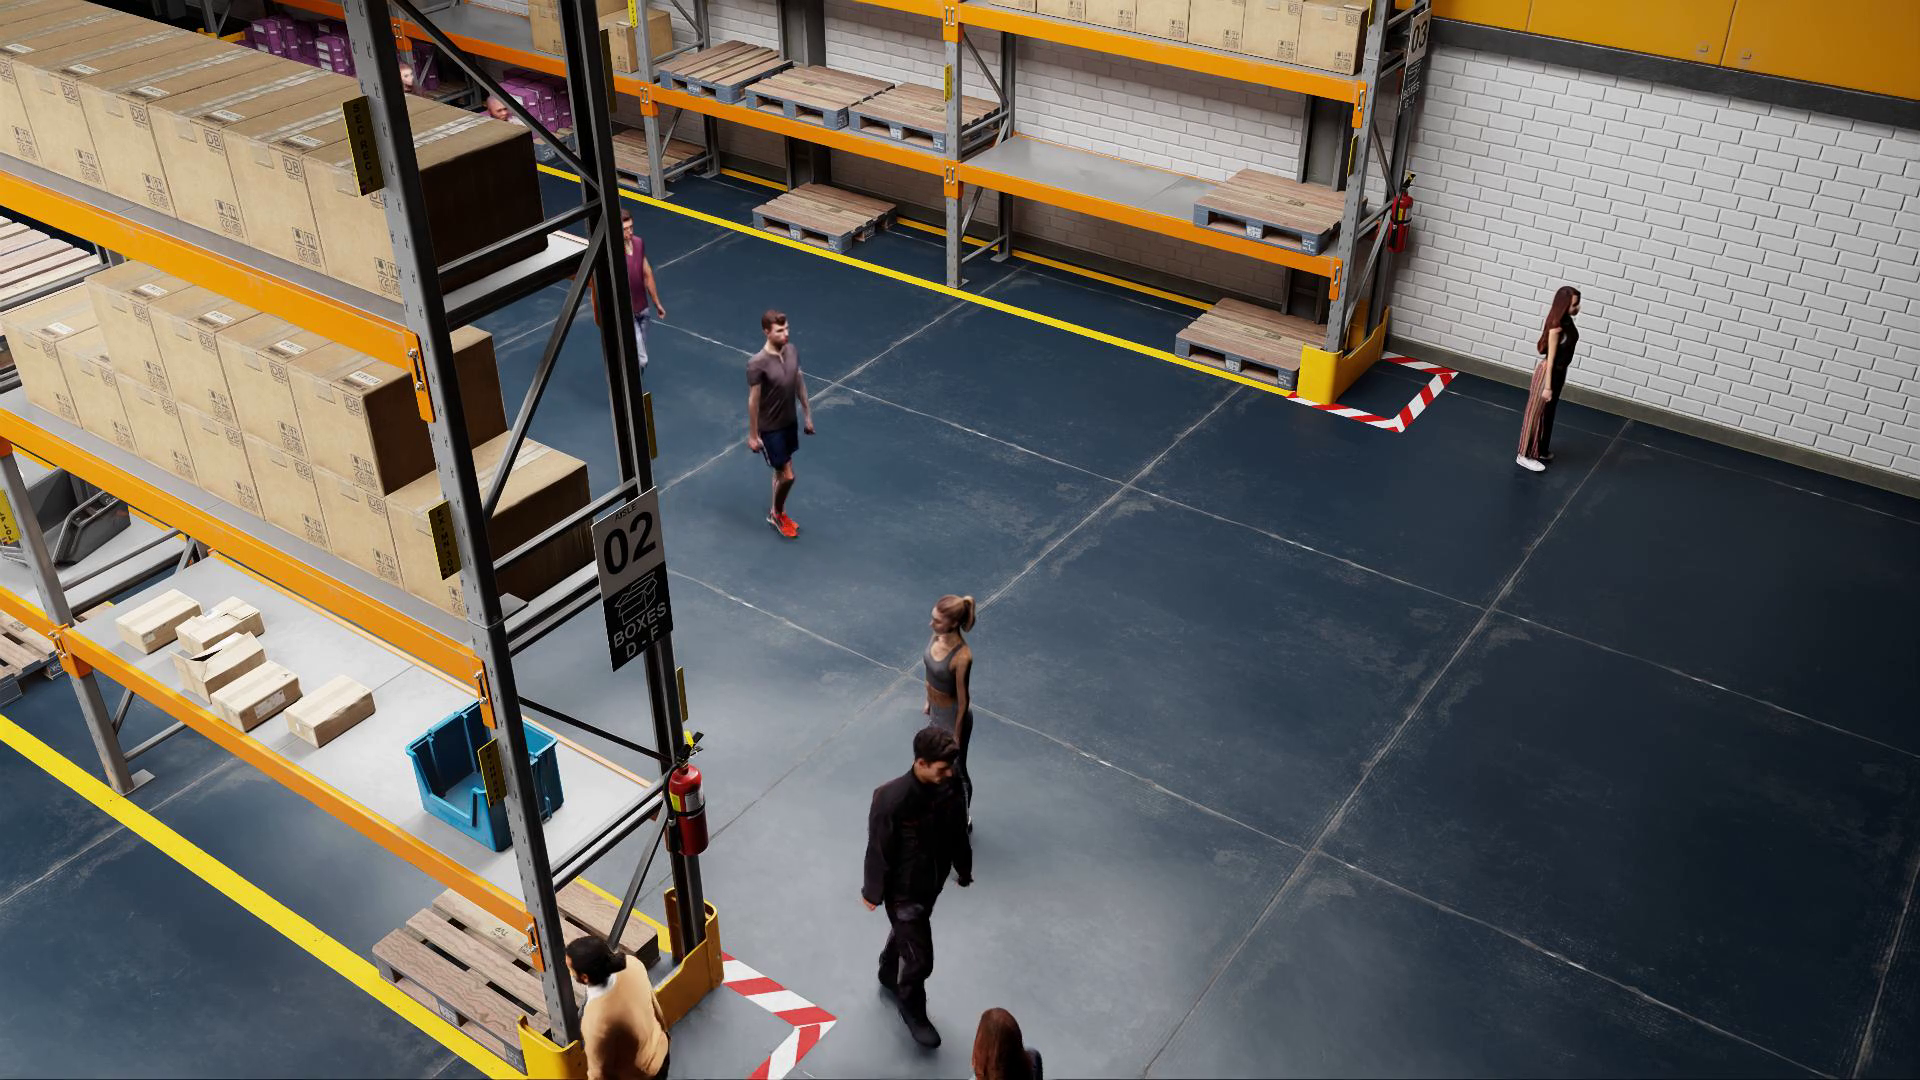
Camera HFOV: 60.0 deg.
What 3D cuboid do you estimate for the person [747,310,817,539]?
[{"bbox_3d":[-1.418,-0.887,12.395,0.635,1.841,0.683,24,40,31],"label":"person"}]

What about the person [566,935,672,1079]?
[{"bbox_3d":[-1.389,2.444,7.511,1.310,1.699,1.072,4,34,7],"label":"person"}]

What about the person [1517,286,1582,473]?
[{"bbox_3d":[4.720,-1.317,13.294,0.502,1.562,0.550,22,39,29],"label":"person"}]

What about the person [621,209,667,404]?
[{"bbox_3d":[-2.848,-1.952,14.007,0.662,1.830,0.665,19,38,26],"label":"person"}]

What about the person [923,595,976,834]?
[{"bbox_3d":[-0.056,1.016,9.654,0.706,1.707,0.610,-16,37,-22],"label":"person"}]

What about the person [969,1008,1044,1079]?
[{"bbox_3d":[0.241,2.686,7.361,0.654,1.463,0.691,-28,43,-35],"label":"person"}]

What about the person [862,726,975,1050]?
[{"bbox_3d":[-0.300,1.659,8.504,0.869,1.909,0.811,28,43,36],"label":"person"}]
